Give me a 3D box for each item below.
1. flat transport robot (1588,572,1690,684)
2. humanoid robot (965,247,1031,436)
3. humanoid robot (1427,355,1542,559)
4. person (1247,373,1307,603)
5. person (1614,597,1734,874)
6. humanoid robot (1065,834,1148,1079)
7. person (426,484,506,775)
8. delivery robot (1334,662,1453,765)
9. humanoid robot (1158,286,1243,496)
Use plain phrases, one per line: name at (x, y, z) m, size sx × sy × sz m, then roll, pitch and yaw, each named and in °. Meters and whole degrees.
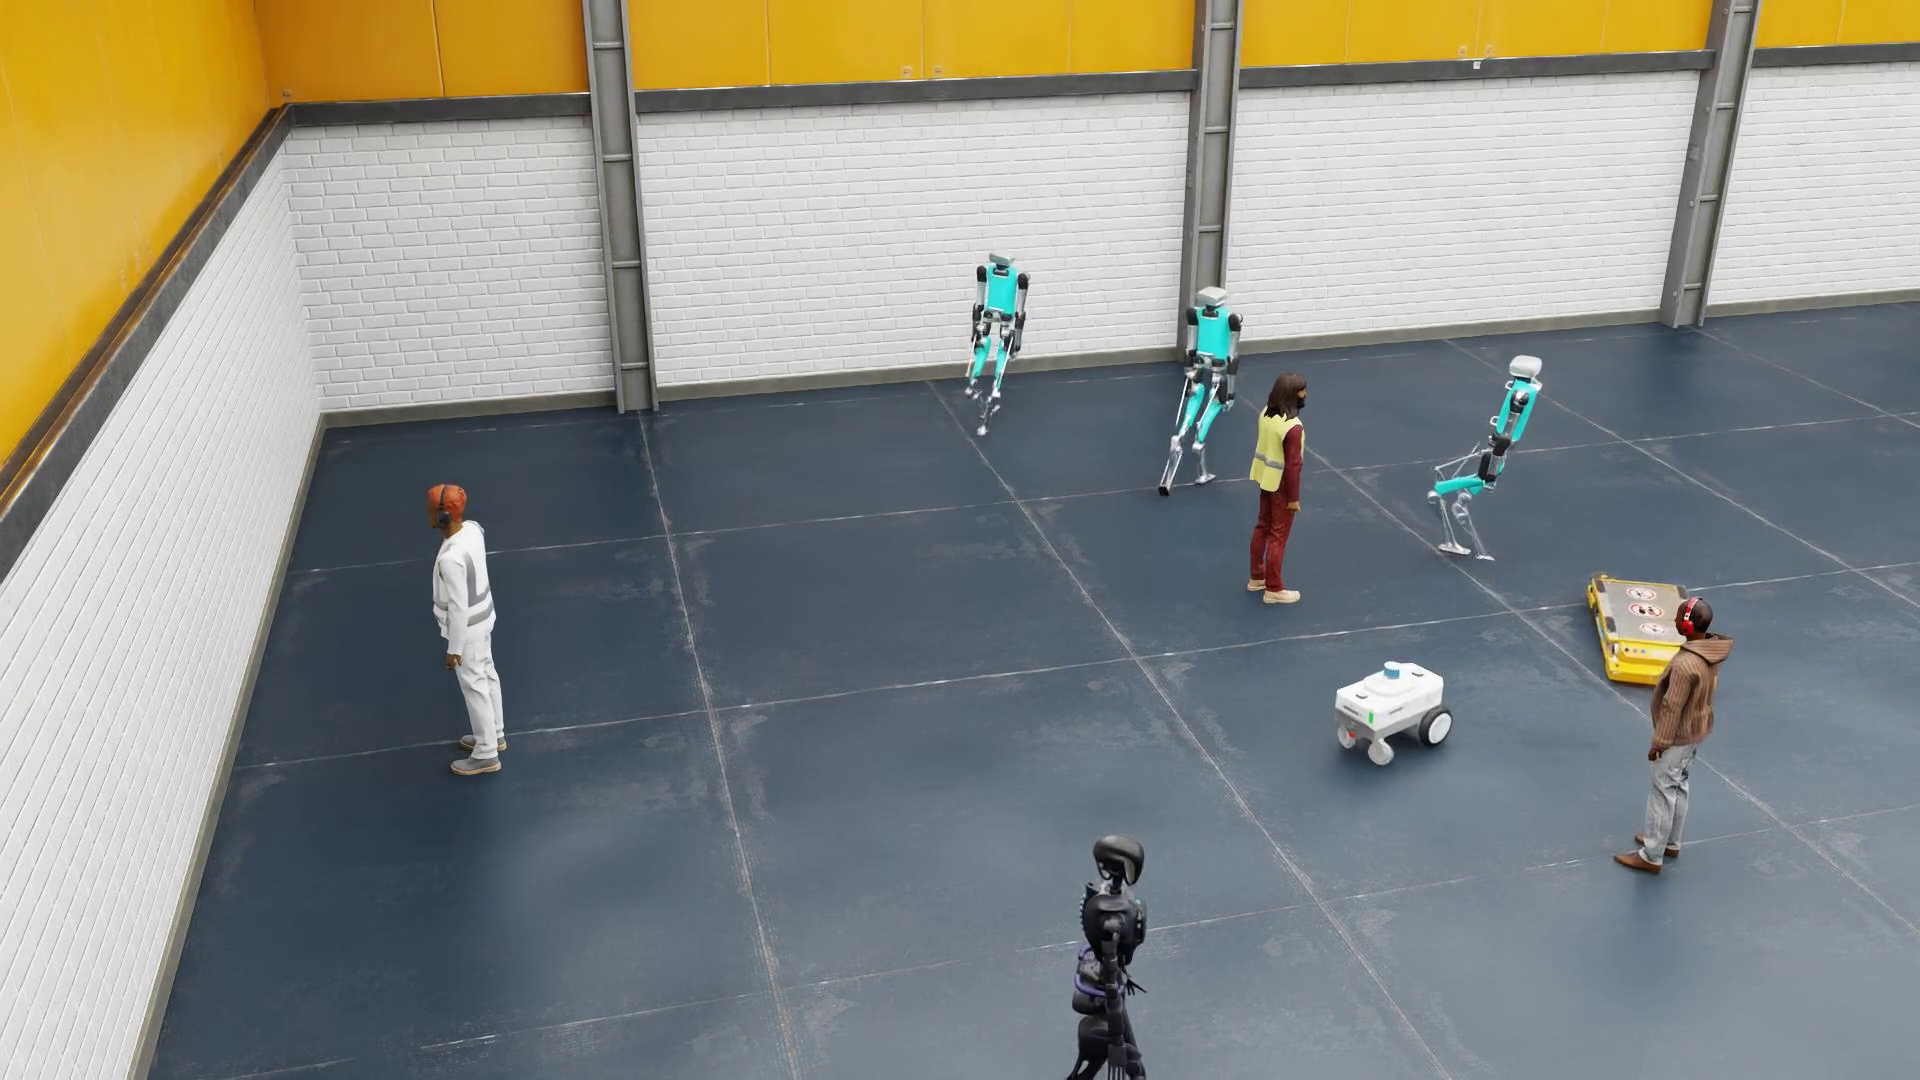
flat transport robot at (4.921, 0.637, 11.913) m, size 0.659 × 0.231 × 1.431 m, roll 5°, pitch 24°, yaw 12°
humanoid robot at (0.293, -1.843, 15.703) m, size 0.564 × 1.742 × 0.841 m, roll 10°, pitch 26°, yaw 22°
humanoid robot at (3.995, -0.598, 12.943) m, size 0.837 × 1.790 × 0.547 m, roll 11°, pitch 26°, yaw 23°
person at (2.356, -0.389, 12.381) m, size 0.360 × 1.767 × 0.473 m, roll -8°, pitch 25°, yaw -17°
person at (3.974, 1.079, 9.205) m, size 0.337 × 1.641 × 0.474 m, roll 19°, pitch 30°, yaw 37°
humanoid robot at (0.658, 1.978, 7.178) m, size 0.791 × 1.622 × 0.603 m, roll 4°, pitch 24°, yaw 8°
person at (-3.017, 0.539, 10.135) m, size 0.356 × 1.882 × 0.571 m, roll -1°, pitch 24°, yaw -2°
delivery robot at (2.762, 1.065, 10.605) m, size 0.780 × 0.609 × 0.525 m, roll -15°, pitch 28°, yaw -31°
humanoid robot at (2.000, -1.210, 14.354) m, size 0.558 × 1.834 × 0.887 m, roll 19°, pitch 30°, yaw 36°
